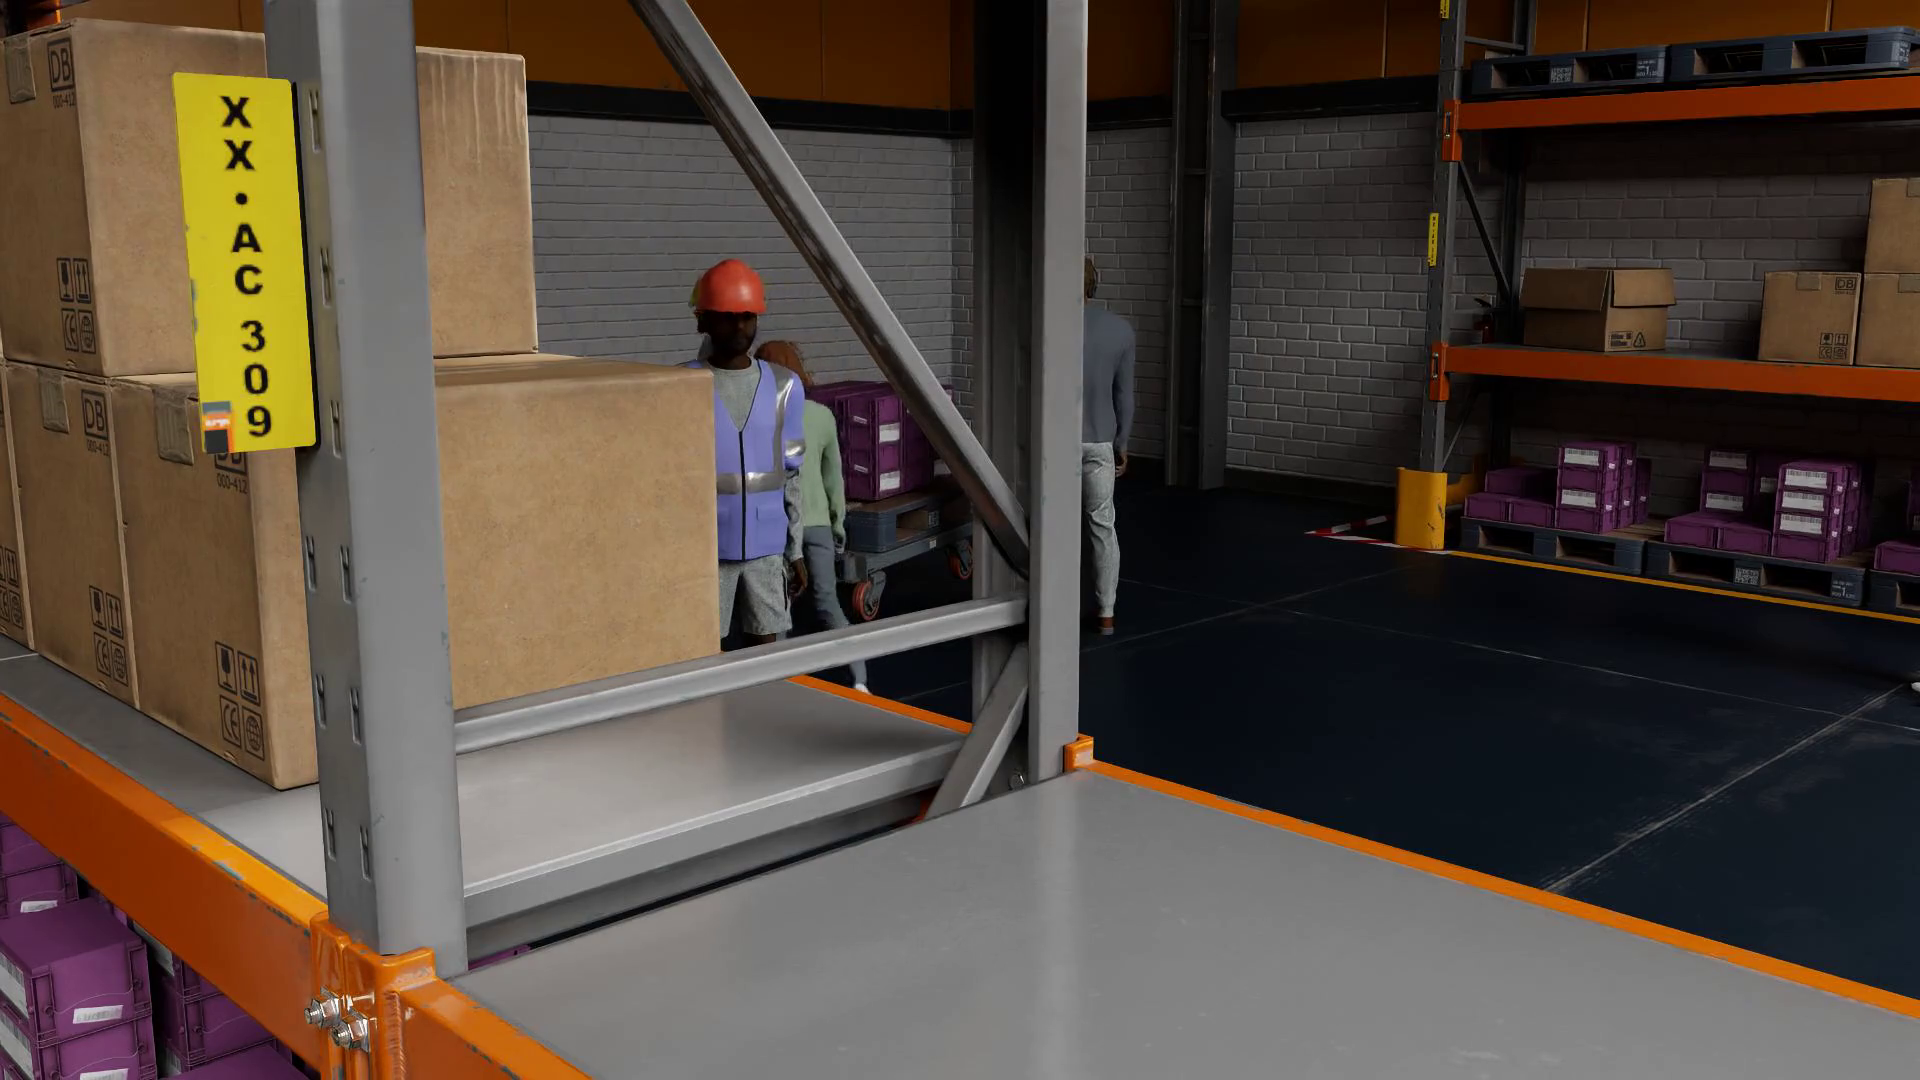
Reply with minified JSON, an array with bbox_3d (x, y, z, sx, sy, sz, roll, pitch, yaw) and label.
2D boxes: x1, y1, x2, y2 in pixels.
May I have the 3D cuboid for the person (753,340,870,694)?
[{"bbox_3d":[-0.630,-0.029,6.935,0.514,1.596,0.682,-8,13,-38],"label":"person"}]

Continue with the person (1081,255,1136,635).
[{"bbox_3d":[0.574,-0.465,8.359,0.627,1.940,0.370,-3,11,-18],"label":"person"}]

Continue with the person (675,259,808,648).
[{"bbox_3d":[-0.780,0.013,5.747,0.545,1.942,0.349,-5,11,-23],"label":"person"}]

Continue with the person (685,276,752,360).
[{"bbox_3d":[-1.370,-0.725,10.186,0.854,1.795,0.596,-4,11,-19],"label":"person"}]

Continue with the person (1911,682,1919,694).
[{"bbox_3d":[4.354,-0.218,7.077,0.390,1.922,0.589,4,11,22],"label":"person"}]
